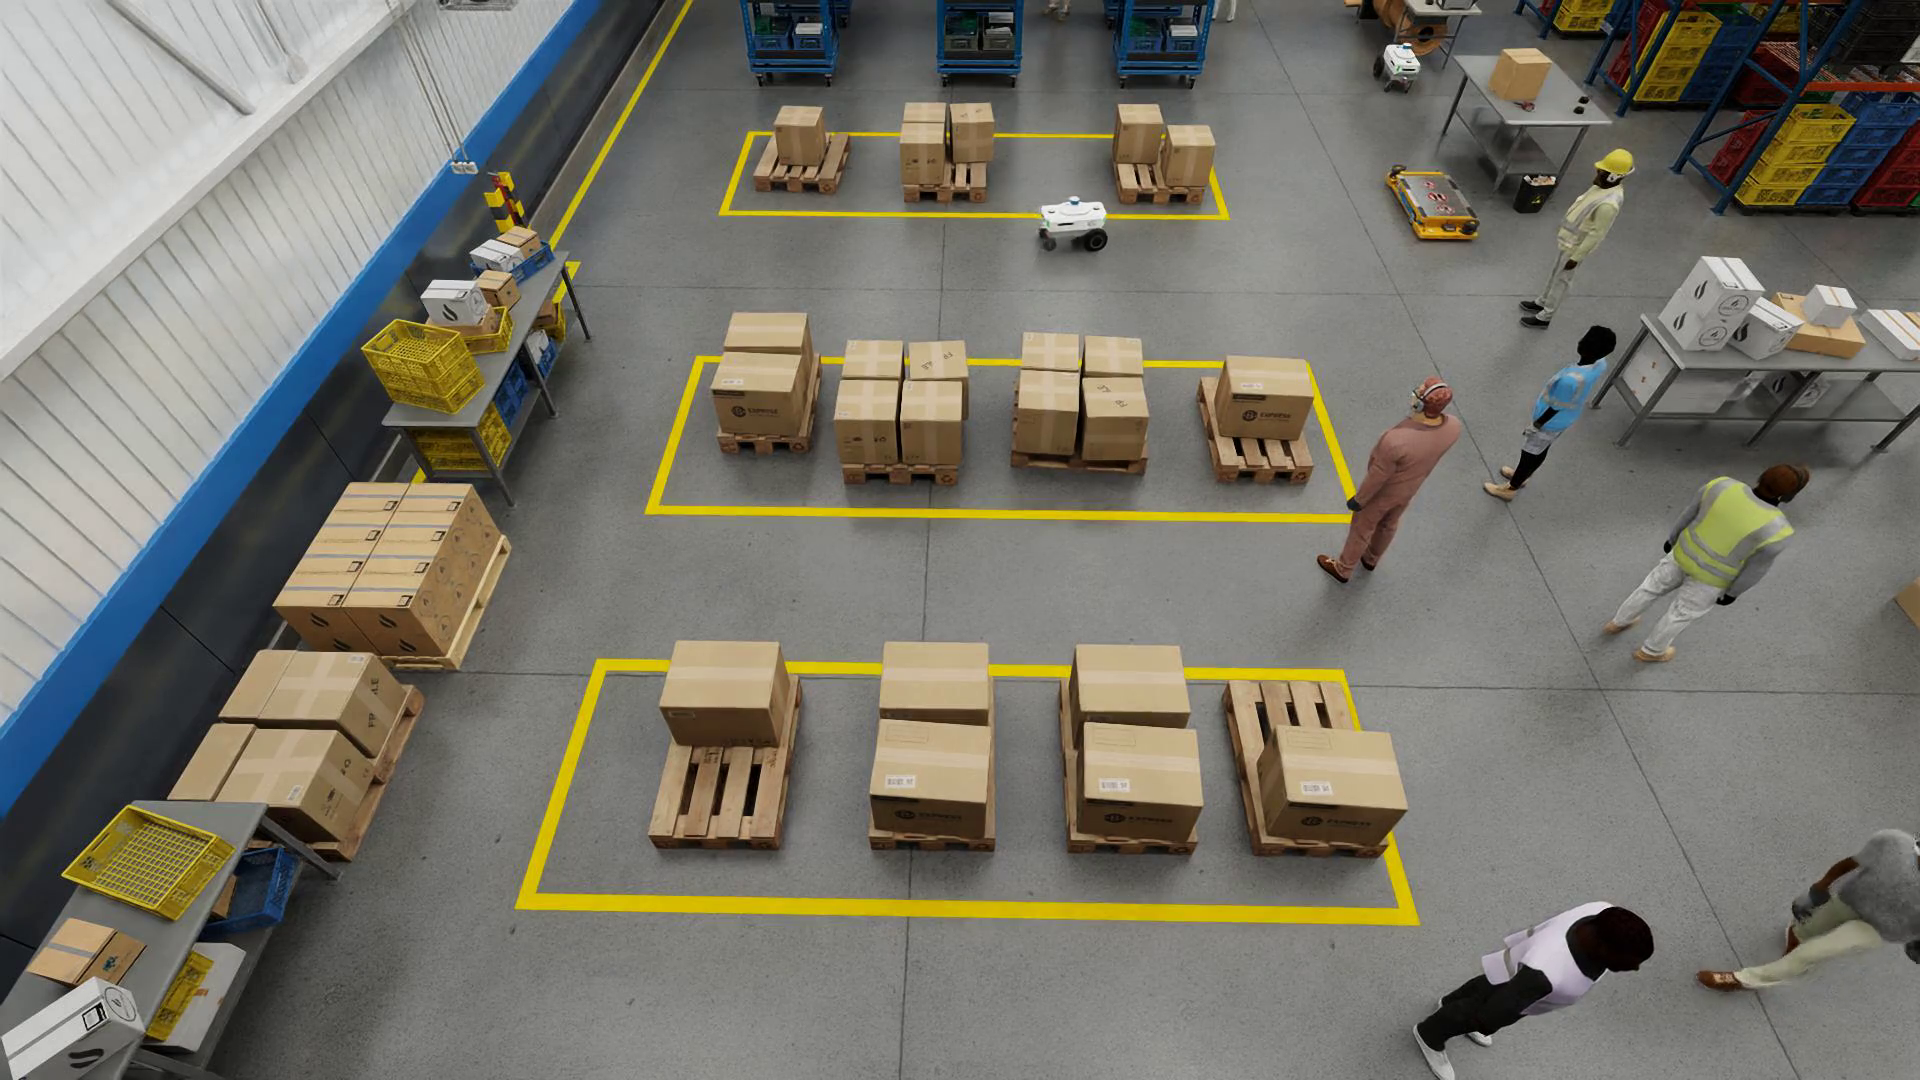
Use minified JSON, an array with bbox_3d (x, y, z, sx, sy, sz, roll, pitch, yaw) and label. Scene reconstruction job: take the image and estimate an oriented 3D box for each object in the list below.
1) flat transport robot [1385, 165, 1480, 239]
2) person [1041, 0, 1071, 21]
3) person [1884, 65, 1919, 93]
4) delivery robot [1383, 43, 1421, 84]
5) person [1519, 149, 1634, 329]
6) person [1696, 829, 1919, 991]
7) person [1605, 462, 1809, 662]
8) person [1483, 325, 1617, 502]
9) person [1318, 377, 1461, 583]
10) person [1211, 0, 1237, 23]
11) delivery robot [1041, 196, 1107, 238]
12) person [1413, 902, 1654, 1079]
[{"bbox_3d":[5.692,-4.094,11.059,0.652,0.197,1.431,1,49,1],"label":"flat transport robot"},{"bbox_3d":[1.623,-9.334,14.462,0.392,1.995,0.612,-31,56,-24],"label":"person"},{"bbox_3d":[13.643,-7.180,12.671,0.573,1.883,0.354,3,49,2],"label":"person"},{"bbox_3d":[6.385,-6.916,13.255,0.477,0.478,0.707,2,49,2],"label":"delivery robot"},{"bbox_3d":[6.070,-2.941,9.035,0.403,1.831,0.597,18,51,15],"label":"person"},{"bbox_3d":[4.769,1.963,4.815,0.827,1.810,0.535,-13,50,-11],"label":"person"},{"bbox_3d":[5.165,0.161,6.344,0.429,1.844,0.624,-14,50,-11],"label":"person"},{"bbox_3d":[4.808,-1.006,7.449,0.532,1.696,0.319,-32,56,-24],"label":"person"},{"bbox_3d":[3.176,-0.418,6.803,0.652,1.906,0.409,-19,52,-16],"label":"person"},{"bbox_3d":[4.338,-9.142,14.534,0.514,1.632,0.312,15,51,13],"label":"person"},{"bbox_3d":[1.287,-3.669,10.445,0.707,0.478,0.477,-6,49,-5],"label":"delivery robot"},{"bbox_3d":[2.780,2.195,4.533,0.599,1.917,0.377,-26,54,-21],"label":"person"}]
